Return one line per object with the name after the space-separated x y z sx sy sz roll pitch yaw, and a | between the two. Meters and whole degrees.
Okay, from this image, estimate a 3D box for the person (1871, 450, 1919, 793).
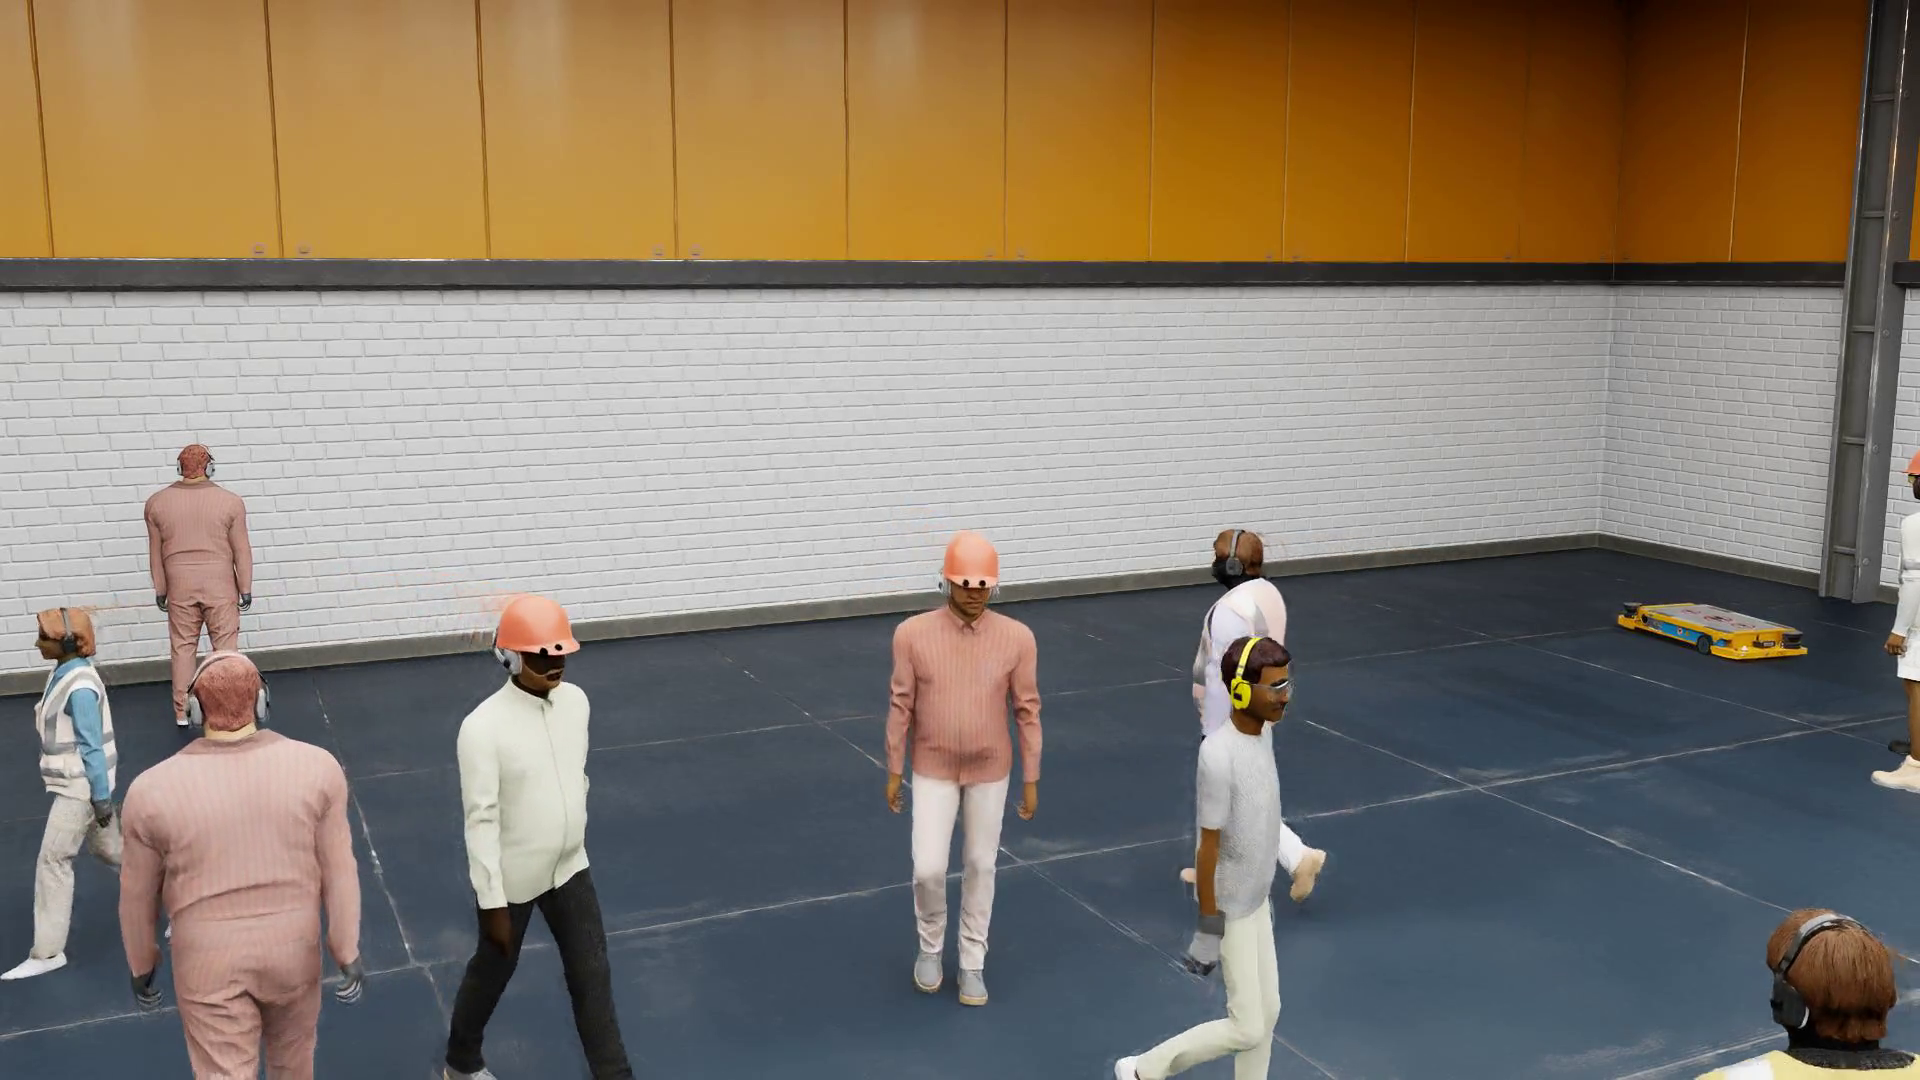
5.635 0.457 9.726 0.609 2.044 0.397 -5 10 -29 | person

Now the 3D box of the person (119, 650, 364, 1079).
-2.285 1.263 5.288 0.673 1.861 0.965 -5 10 -29 | person

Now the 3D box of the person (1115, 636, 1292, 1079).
0.901 1.218 5.613 0.584 1.856 0.514 5 10 26 | person

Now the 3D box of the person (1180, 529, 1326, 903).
1.412 0.856 7.956 0.718 1.825 0.634 5 10 27 | person

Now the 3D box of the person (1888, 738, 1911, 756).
6.109 0.451 10.143 0.560 1.921 0.657 -5 10 -27 | person

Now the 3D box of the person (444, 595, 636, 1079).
-1.492 1.142 5.816 1.051 1.940 0.639 6 11 32 | person

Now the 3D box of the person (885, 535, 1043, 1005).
0.020 0.952 6.858 0.646 1.979 0.429 -1 9 -5 | person

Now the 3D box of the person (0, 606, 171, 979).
-3.795 1.067 7.304 0.799 1.615 0.517 -6 11 -31 | person

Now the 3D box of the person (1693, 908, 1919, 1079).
1.695 1.603 3.383 0.654 1.790 0.945 0 9 0 | person

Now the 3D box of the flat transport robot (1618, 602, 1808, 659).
6.120 0.719 13.583 0.652 0.197 1.431 -3 9 -16 | flat transport robot

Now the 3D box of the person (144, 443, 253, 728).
-5.053 0.305 11.121 0.640 1.902 0.402 -2 9 -10 | person
